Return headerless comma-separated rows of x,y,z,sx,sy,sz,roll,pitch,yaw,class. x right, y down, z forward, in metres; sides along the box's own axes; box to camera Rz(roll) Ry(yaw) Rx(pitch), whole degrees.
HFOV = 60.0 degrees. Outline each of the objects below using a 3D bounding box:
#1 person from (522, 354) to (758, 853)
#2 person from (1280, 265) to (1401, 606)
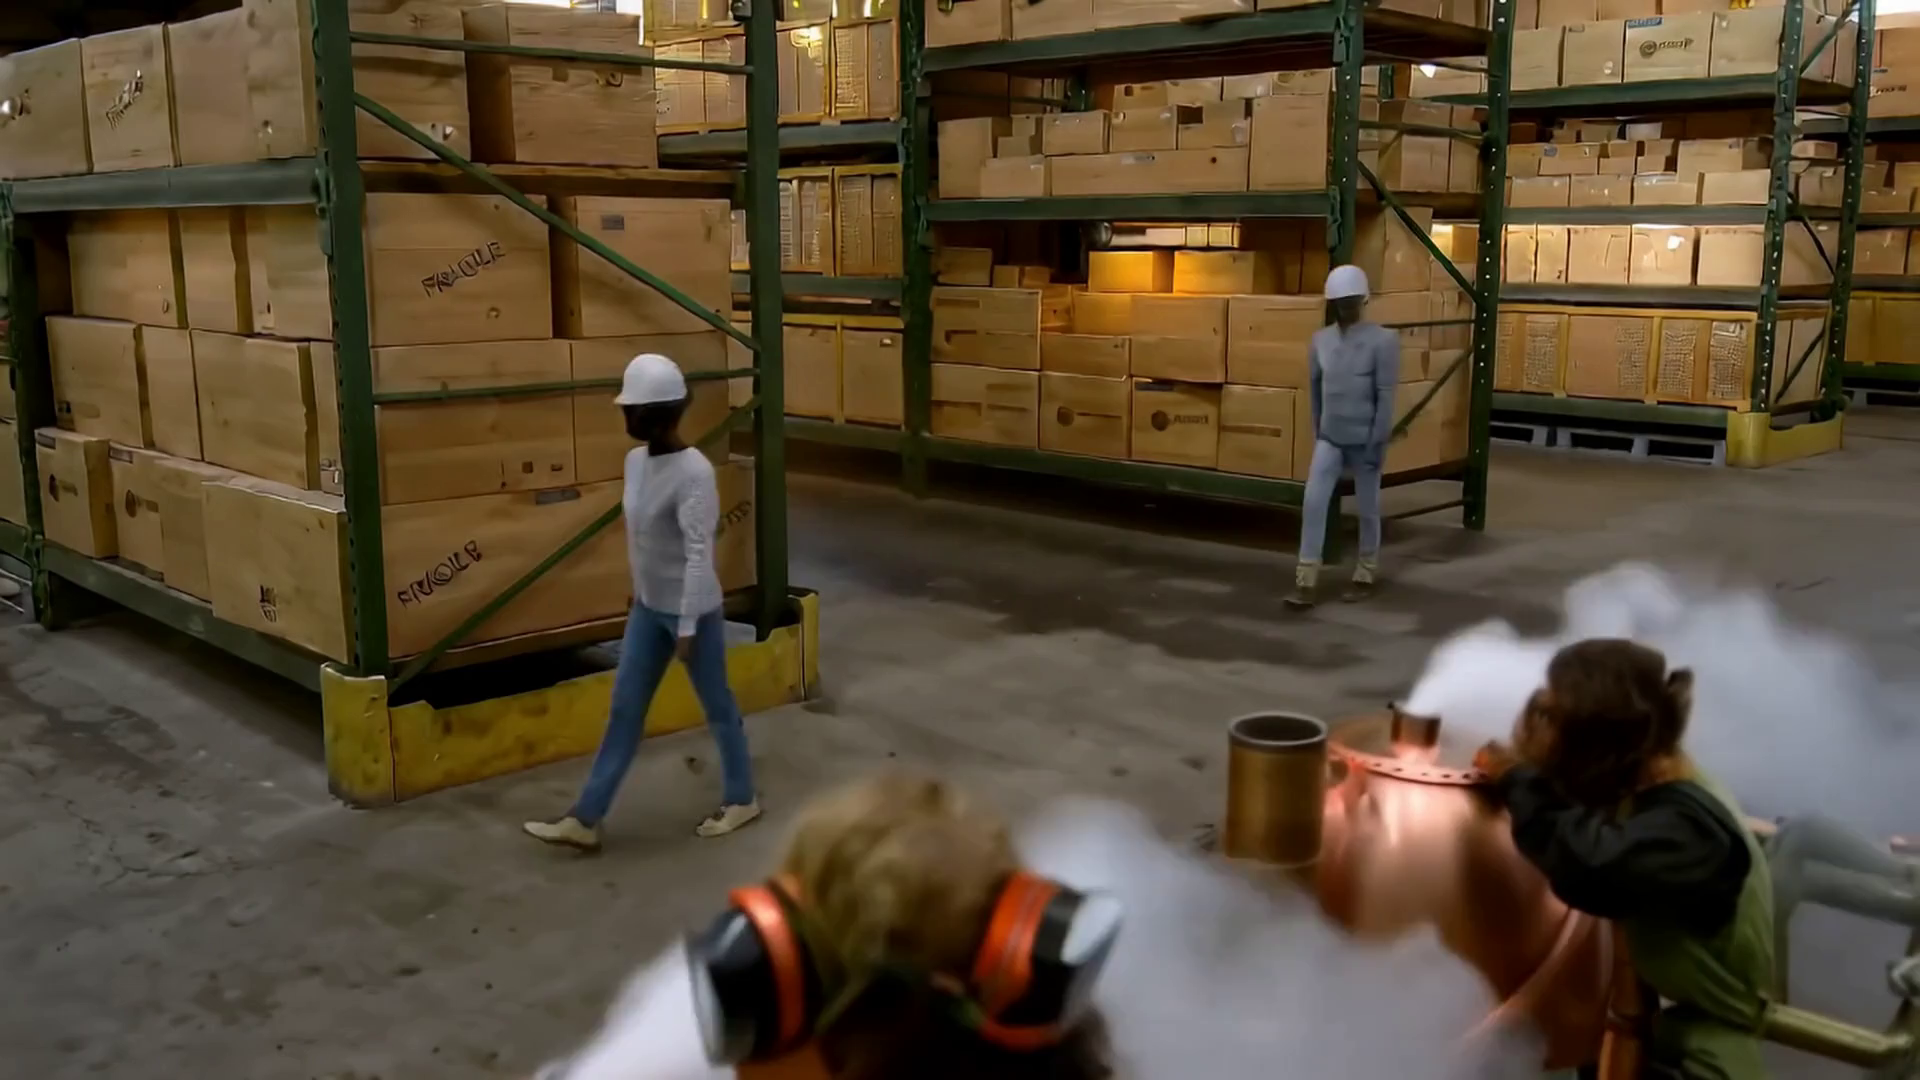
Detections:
-1.056,0.238,5.686,0.541,1.721,0.887,10,14,43,person
2.168,-0.566,9.467,0.612,1.954,0.883,9,14,40,person
